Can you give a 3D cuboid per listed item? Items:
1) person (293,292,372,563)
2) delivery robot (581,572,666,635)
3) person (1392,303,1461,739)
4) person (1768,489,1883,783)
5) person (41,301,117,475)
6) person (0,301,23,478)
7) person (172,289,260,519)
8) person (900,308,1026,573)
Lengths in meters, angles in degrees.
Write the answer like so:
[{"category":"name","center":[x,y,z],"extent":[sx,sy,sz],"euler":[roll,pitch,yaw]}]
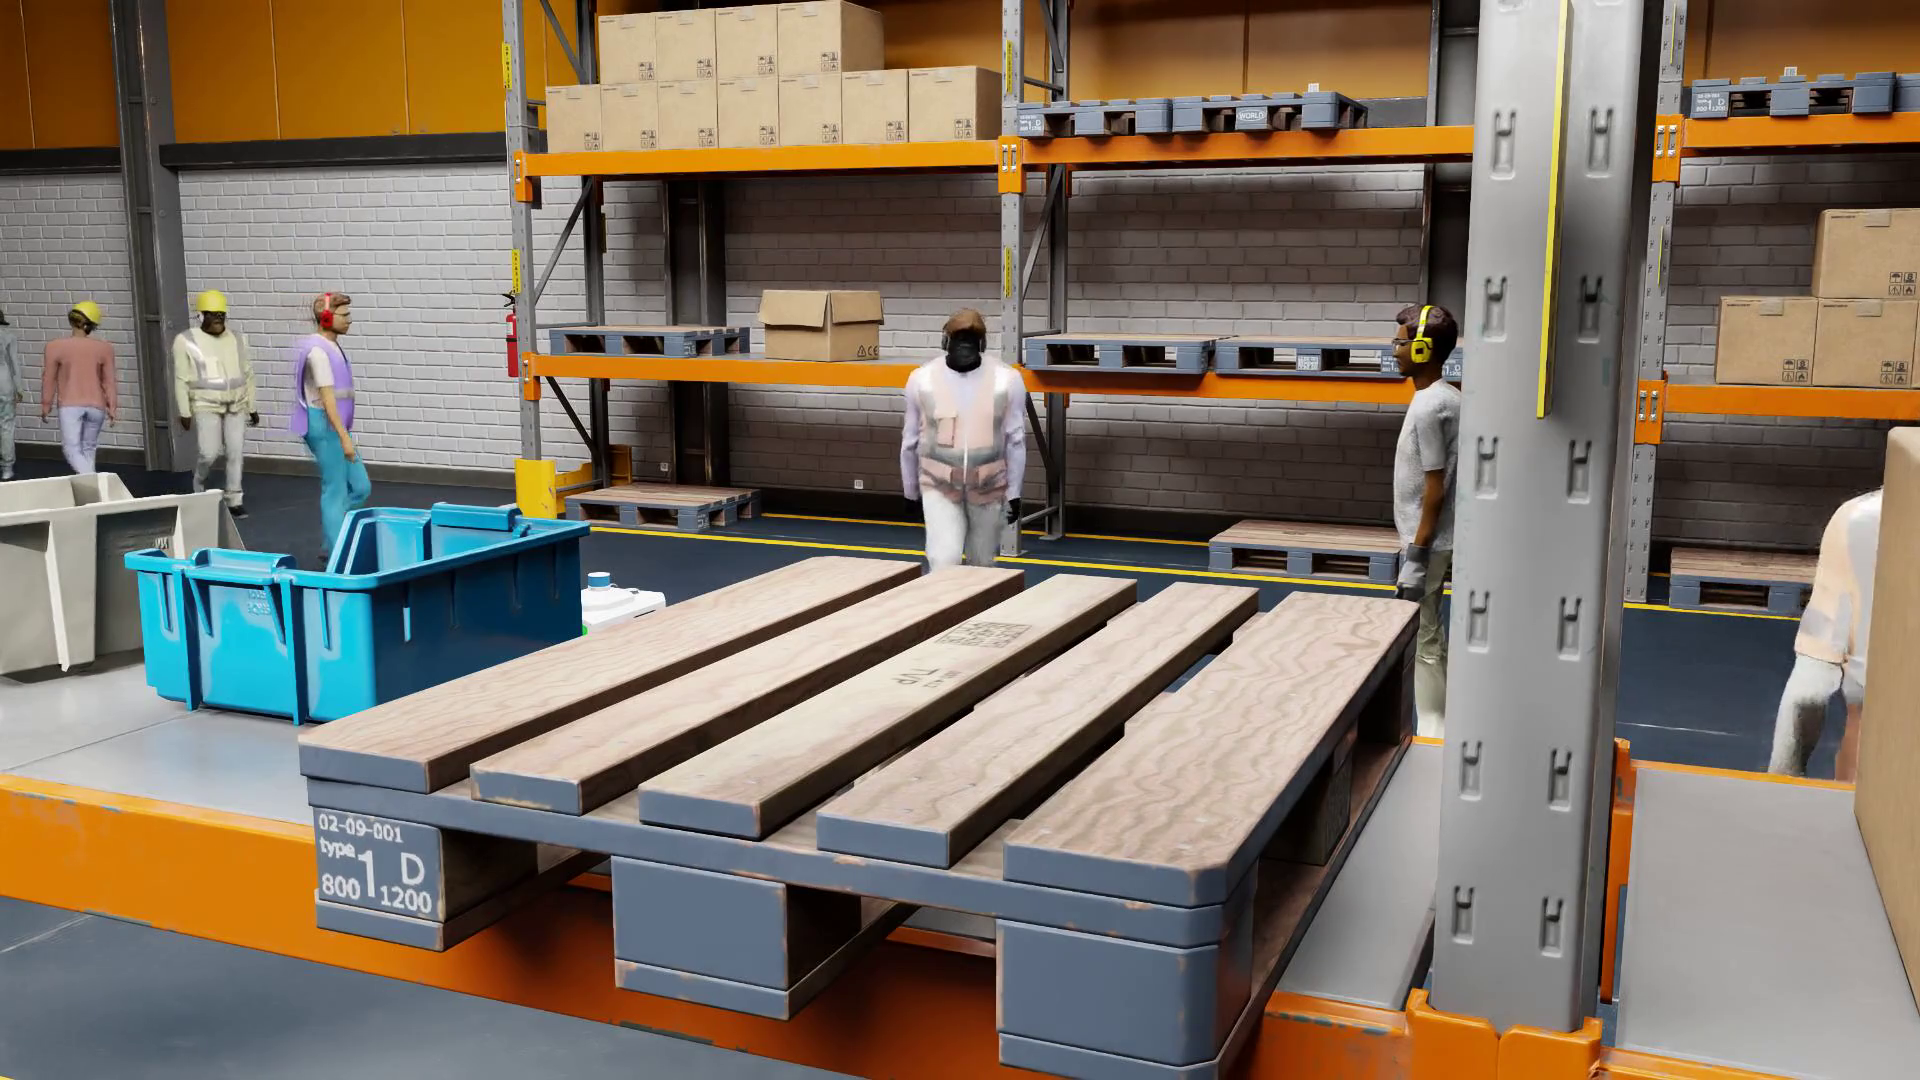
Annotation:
[{"category":"person","center":[-4.008,-0.660,10.636],"extent":[0.457,1.835,0.592],"euler":[-1,10,-7]},{"category":"delivery robot","center":[-1.698,0.396,7.861],"extent":[0.477,0.478,0.707],"euler":[4,10,23]},{"category":"person","center":[1.763,0.038,6.360],"extent":[0.311,1.869,0.532],"euler":[4,10,23]},{"category":"person","center":[1.981,0.529,3.394],"extent":[0.692,1.873,0.449],"euler":[7,12,37]},{"category":"person","center":[-7.031,-1.059,13.371],"extent":[0.545,1.717,0.745],"euler":[-9,13,-44]},{"category":"person","center":[-8.981,-1.416,15.457],"extent":[0.505,1.729,0.488],"euler":[-5,11,-26]},{"category":"person","center":[-5.855,-1.061,13.111],"extent":[0.459,1.819,0.599],"euler":[8,13,41]},{"category":"person","center":[0.011,-0.280,8.467],"extent":[0.629,1.813,0.829],"euler":[-1,9,-3]}]
